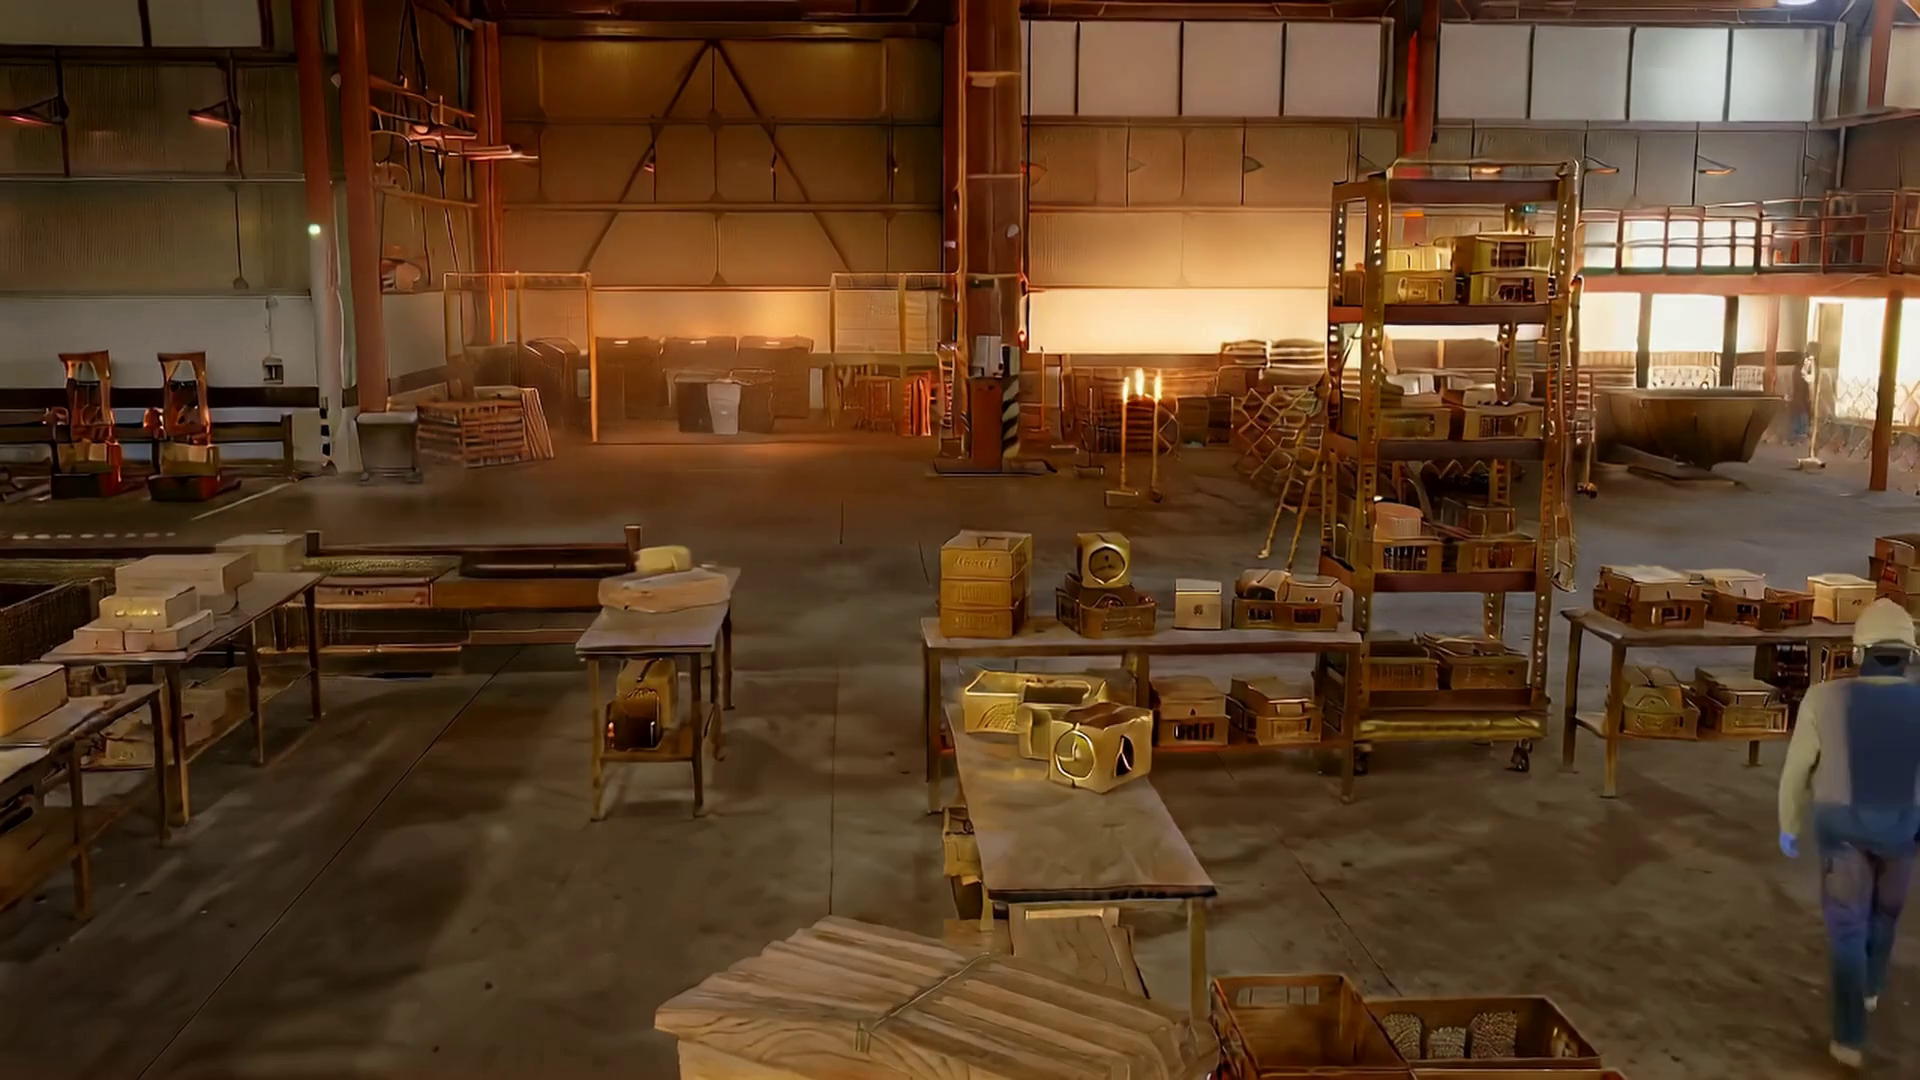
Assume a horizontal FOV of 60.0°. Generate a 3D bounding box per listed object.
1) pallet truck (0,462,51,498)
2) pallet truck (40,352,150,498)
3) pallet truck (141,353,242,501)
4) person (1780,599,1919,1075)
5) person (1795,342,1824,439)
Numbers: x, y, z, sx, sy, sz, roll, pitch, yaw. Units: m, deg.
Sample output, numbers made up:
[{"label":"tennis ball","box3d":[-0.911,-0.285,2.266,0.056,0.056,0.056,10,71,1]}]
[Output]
[{"label":"pallet truck","box3d":[-13.193,-1.293,23.148,0.653,1.274,1.630,-1,9,-4]},{"label":"pallet truck","box3d":[-11.907,-1.642,23.165,0.823,1.965,1.885,0,9,0]},{"label":"pallet truck","box3d":[-10.520,-1.604,22.925,0.823,1.965,1.885,-1,9,-6]},{"label":"person","box3d":[3.546,1.122,6.505,0.612,1.783,0.944,3,10,20]},{"label":"person","box3d":[15.703,-2.749,30.710,0.453,1.803,0.550,9,12,43]}]
